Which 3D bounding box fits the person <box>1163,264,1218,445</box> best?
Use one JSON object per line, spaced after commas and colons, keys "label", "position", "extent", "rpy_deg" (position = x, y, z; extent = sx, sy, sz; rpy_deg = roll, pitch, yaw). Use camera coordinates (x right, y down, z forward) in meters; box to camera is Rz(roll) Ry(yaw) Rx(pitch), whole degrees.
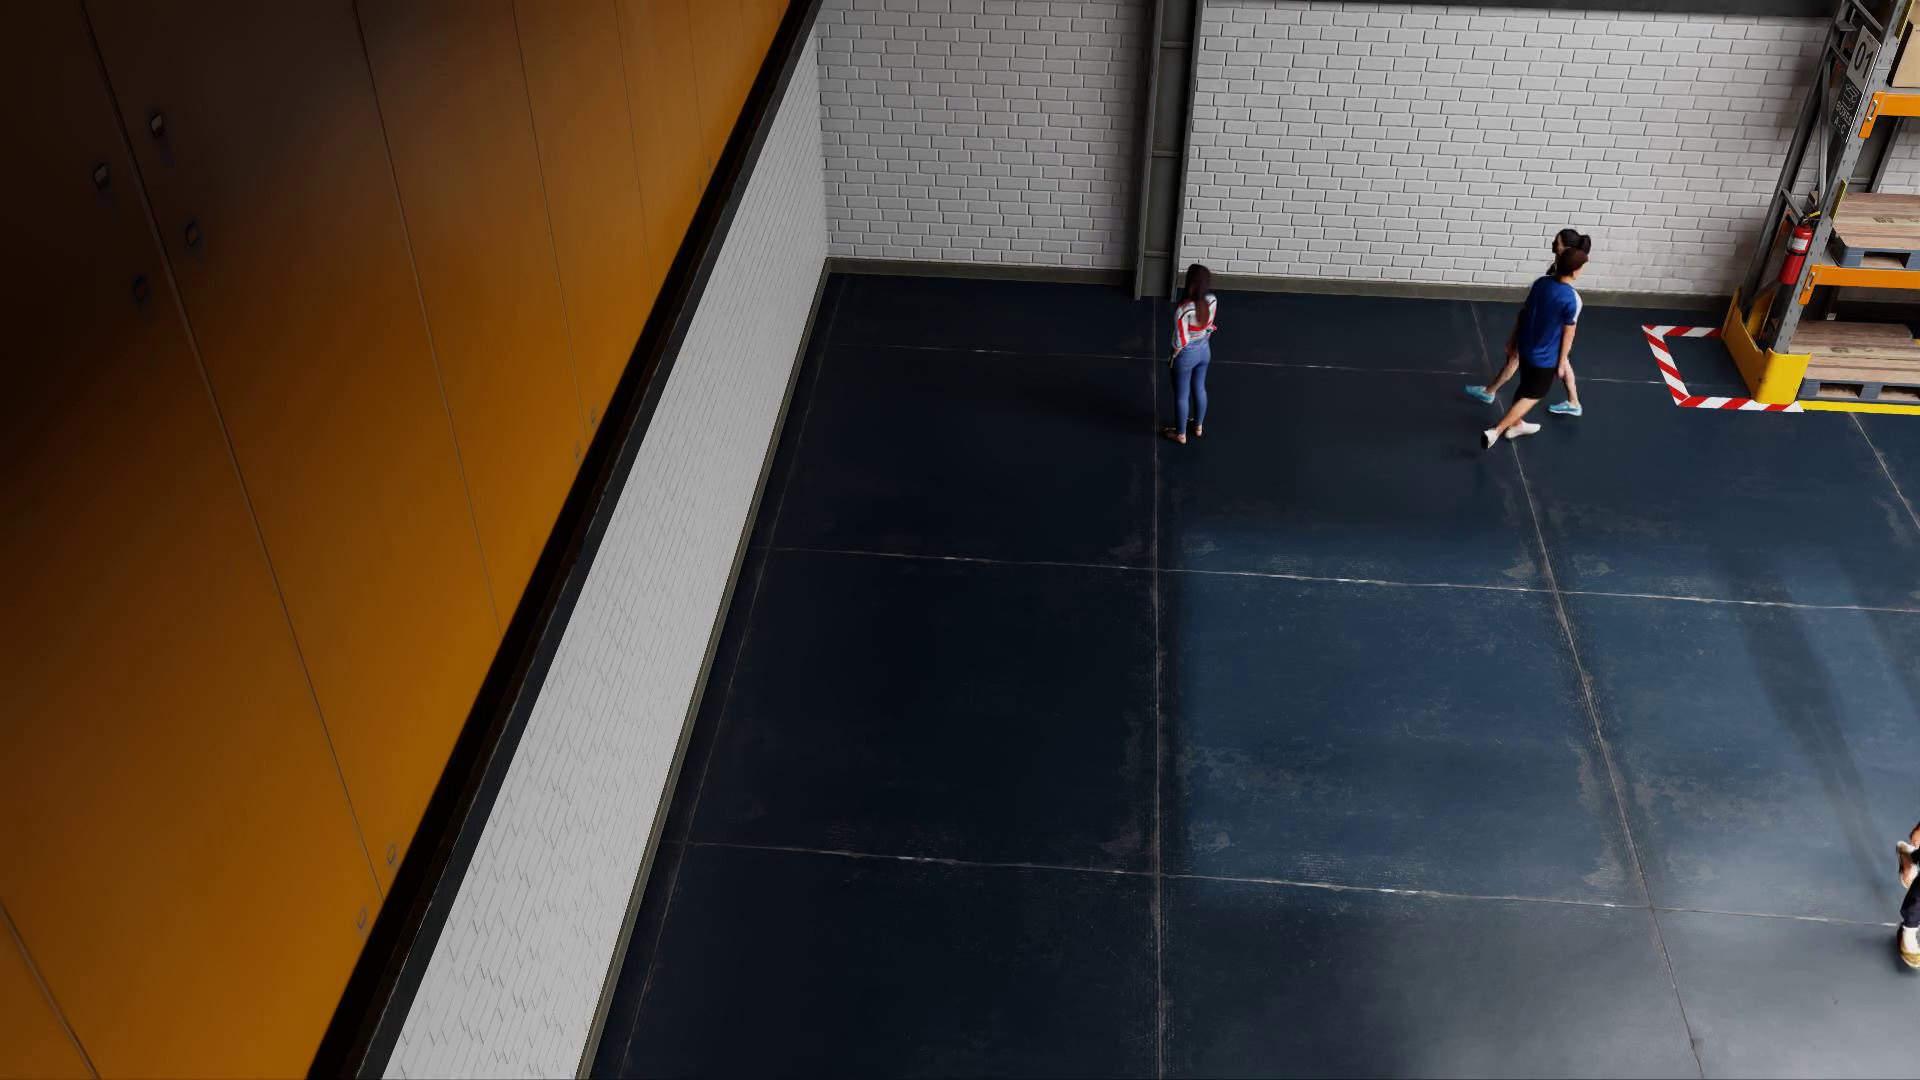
{"label": "person", "position": [1.895, -1.531, 13.617], "extent": [0.649, 1.612, 0.727], "rpy_deg": [-24, 45, -27]}

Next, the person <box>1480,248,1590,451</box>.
{"label": "person", "position": [4.597, -1.482, 13.376], "extent": [1.123, 1.836, 0.957], "rpy_deg": [-19, 42, -22]}

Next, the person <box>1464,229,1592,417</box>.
{"label": "person", "position": [4.979, -1.764, 13.830], "extent": [1.284, 1.711, 0.897], "rpy_deg": [16, 41, 19]}
